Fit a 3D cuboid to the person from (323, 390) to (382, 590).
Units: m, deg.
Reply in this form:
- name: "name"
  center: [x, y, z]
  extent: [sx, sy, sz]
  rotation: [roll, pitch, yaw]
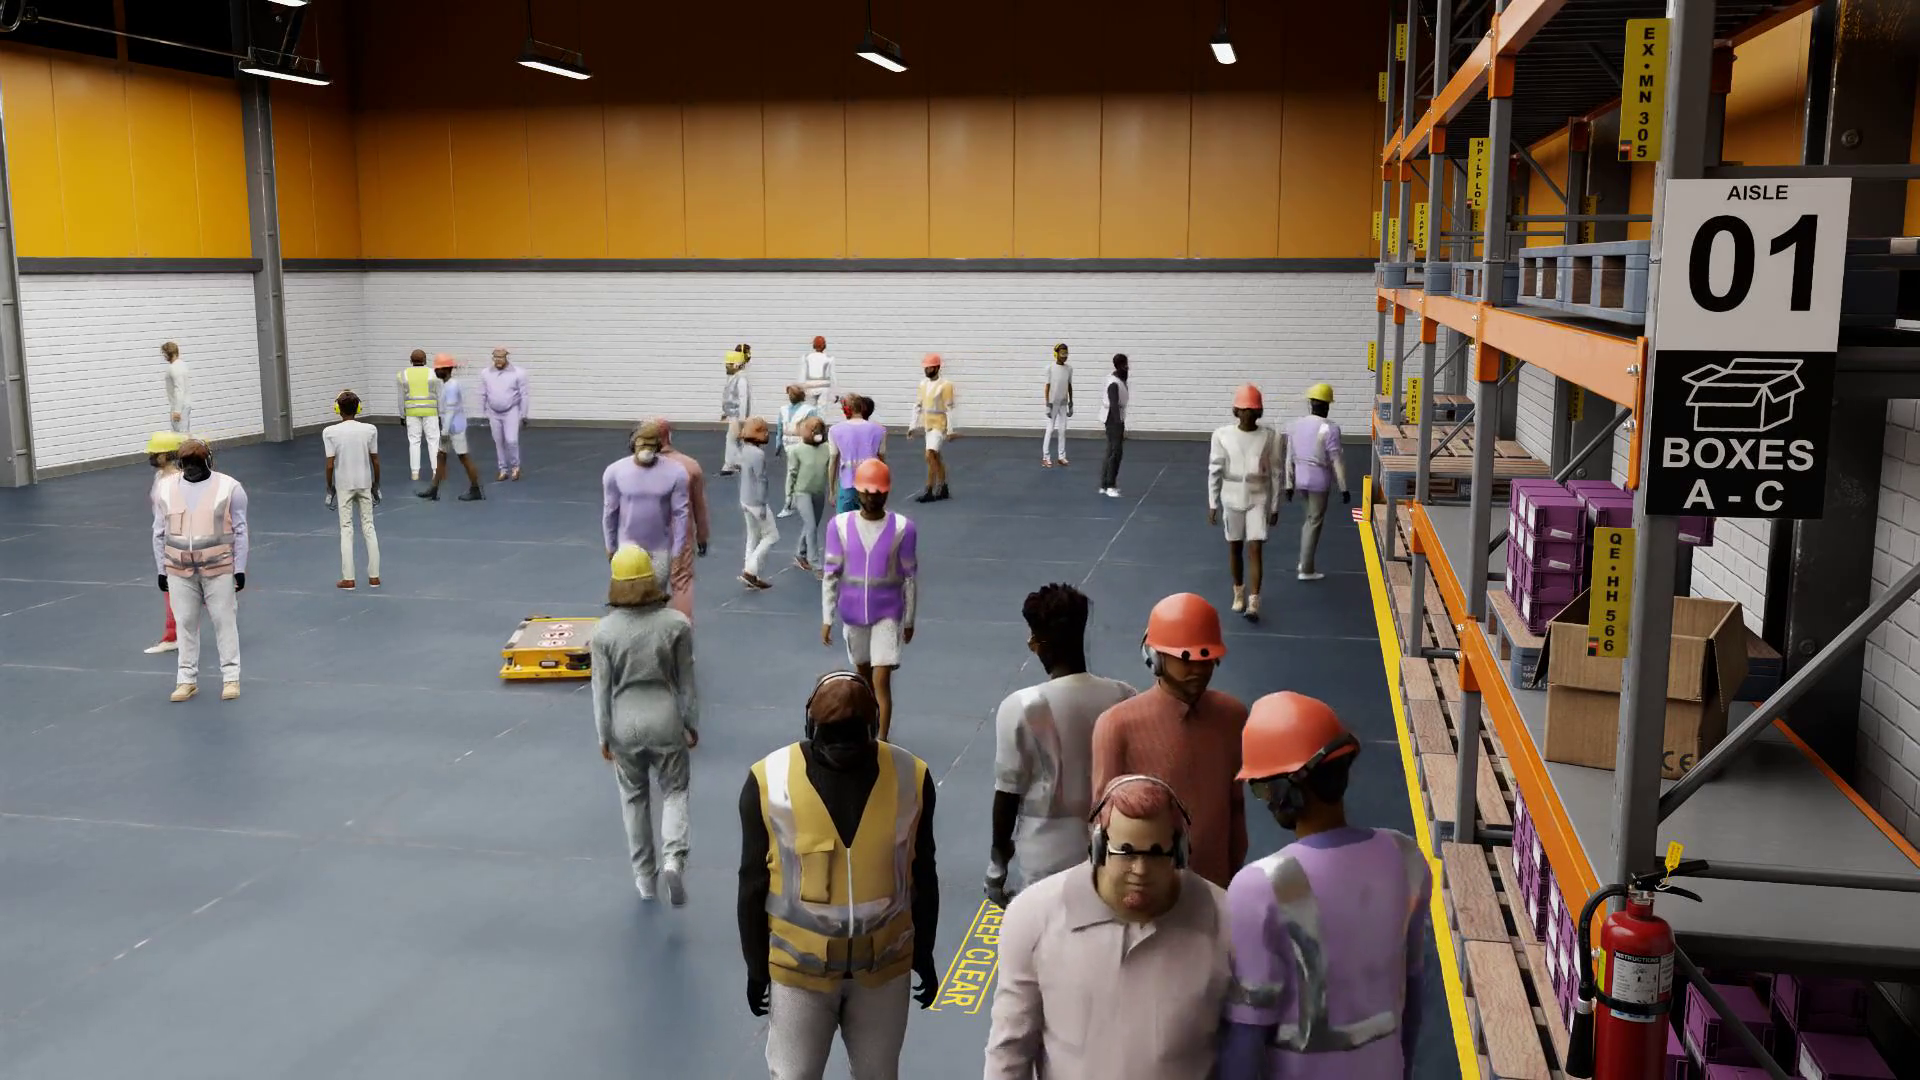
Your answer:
- name: "person"
  center: [-5.676, -0.469, 15.554]
  extent: [0.513, 1.872, 0.328]
  rotation: [-6, 11, -34]

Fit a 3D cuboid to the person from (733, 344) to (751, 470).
- name: "person"
  center: [-3.218, -1.958, 24.540]
  extent: [0.310, 1.864, 0.534]
  rotation: [-2, 10, -12]

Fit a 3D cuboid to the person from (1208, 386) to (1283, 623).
- name: "person"
  center: [2.421, -0.309, 14.185]
  extent: [0.615, 1.993, 1.028]
  rotation: [3, 10, 15]

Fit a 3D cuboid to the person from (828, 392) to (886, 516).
- name: "person"
  center: [-0.968, -0.496, 15.865]
  extent: [0.591, 1.818, 0.453]
  rotation: [-3, 10, -15]

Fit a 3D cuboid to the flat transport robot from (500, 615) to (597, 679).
- name: "flat transport robot"
  center: [-3.079, 0.800, 12.716]
  extent: [0.652, 0.197, 1.431]
  rotation: [-1, 9, -7]

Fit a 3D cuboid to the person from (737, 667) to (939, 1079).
- name: "person"
  center: [-0.359, 1.289, 5.067]
  extent: [0.622, 1.838, 0.429]
  rotation: [-2, 10, -13]

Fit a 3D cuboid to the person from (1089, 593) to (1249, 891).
- name: "person"
  center: [0.704, 1.146, 5.447]
  extent: [0.622, 1.992, 0.396]
  rotation: [-5, 11, -28]

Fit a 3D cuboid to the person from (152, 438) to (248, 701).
- name: "person"
  center: [-5.284, 0.205, 11.588]
  extent: [0.626, 1.842, 0.429]
  rotation: [-2, 10, -10]

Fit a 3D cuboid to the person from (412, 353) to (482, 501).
- name: "person"
  center: [-6.579, -1.422, 21.215]
  extent: [0.934, 1.890, 0.565]
  rotation: [-4, 10, -22]

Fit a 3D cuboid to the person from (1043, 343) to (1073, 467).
- name: "person"
  center: [1.481, -2.021, 24.959]
  extent: [0.505, 1.860, 0.349]
  rotation: [-5, 11, -28]

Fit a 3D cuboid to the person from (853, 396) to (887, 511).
- name: "person"
  center: [-0.981, -0.664, 17.306]
  extent: [0.531, 1.673, 0.761]
  rotation: [-6, 11, -34]

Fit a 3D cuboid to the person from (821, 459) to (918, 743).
- name: "person"
  center: [-0.534, 0.435, 10.082]
  extent: [0.551, 1.893, 0.985]
  rotation: [1, 10, 8]

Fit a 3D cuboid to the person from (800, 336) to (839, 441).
- name: "person"
  center: [-2.276, -2.431, 27.438]
  extent: [0.609, 1.843, 0.924]
  rotation: [2, 10, 14]

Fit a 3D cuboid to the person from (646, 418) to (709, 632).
- name: "person"
  center: [-2.289, -0.023, 12.982]
  extent: [0.663, 1.849, 1.048]
  rotation: [-3, 10, -19]

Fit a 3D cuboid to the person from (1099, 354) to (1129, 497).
- name: "person"
  center: [2.026, -1.509, 21.817]
  extent: [0.393, 1.877, 0.696]
  rotation: [2, 10, 13]

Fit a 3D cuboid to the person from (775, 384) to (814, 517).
- name: "person"
  center: [-1.964, -1.111, 20.247]
  extent: [0.522, 1.604, 0.849]
  rotation: [7, 12, 37]

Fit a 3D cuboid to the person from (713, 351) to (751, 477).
- name: "person"
  center: [-3.223, -1.809, 23.839]
  extent: [0.620, 1.819, 0.618]
  rotation: [-3, 10, -17]

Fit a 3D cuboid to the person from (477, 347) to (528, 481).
- name: "person"
  center: [-6.397, -1.751, 23.239]
  extent: [0.658, 1.892, 0.569]
  rotation: [1, 9, 4]

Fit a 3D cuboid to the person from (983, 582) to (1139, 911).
- name: "person"
  center: [0.441, 1.117, 5.863]
  extent: [0.593, 1.933, 0.864]
  rotation: [-6, 11, -33]

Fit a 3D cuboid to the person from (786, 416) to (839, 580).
- name: "person"
  center: [-1.466, -0.445, 16.267]
  extent: [0.523, 1.580, 0.822]
  rotation: [-5, 11, -30]

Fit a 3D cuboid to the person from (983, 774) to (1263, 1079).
- name: "person"
  center: [0.368, 1.476, 3.869]
  extent: [0.645, 1.866, 0.920]
  rotation: [2, 10, 12]

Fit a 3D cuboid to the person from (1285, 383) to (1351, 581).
- name: "person"
  center: [3.458, -0.552, 15.933]
  extent: [0.539, 1.908, 0.601]
  rotation: [-6, 11, -33]

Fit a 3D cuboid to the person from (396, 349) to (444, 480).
- name: "person"
  center: [-7.588, -1.765, 23.449]
  extent: [0.622, 1.845, 0.429]
  rotation: [-2, 10, -12]

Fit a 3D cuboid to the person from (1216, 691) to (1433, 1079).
- name: "person"
  center: [0.877, 1.370, 4.071]
  extent: [0.747, 2.000, 0.538]
  rotation: [-6, 11, -32]

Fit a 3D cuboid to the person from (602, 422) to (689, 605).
- name: "person"
  center: [-2.301, 0.073, 12.236]
  extent: [0.630, 1.883, 0.969]
  rotation: [-2, 10, -13]

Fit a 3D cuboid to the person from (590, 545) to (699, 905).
- name: "person"
  center: [-1.471, 0.885, 7.817]
  extent: [0.498, 1.724, 0.539]
  rotation: [-2, 10, -12]

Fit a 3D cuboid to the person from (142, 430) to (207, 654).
- name: "person"
  center: [-6.135, -0.004, 13.101]
  extent: [0.644, 1.750, 0.535]
  rotation: [-8, 12, -39]

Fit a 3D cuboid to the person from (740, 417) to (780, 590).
- name: "person"
  center: [-1.874, -0.330, 15.441]
  extent: [0.321, 1.621, 0.513]
  rotation: [-5, 10, -26]

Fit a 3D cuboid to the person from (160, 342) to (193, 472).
- name: "person"
  center: [-11.220, -1.874, 23.866]
  extent: [0.390, 1.926, 0.656]
  rotation: [-3, 10, -20]

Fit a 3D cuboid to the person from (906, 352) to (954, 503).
- name: "person"
  center: [-0.414, -1.432, 21.228]
  extent: [0.784, 1.905, 0.552]
  rotation: [-7, 12, -38]
